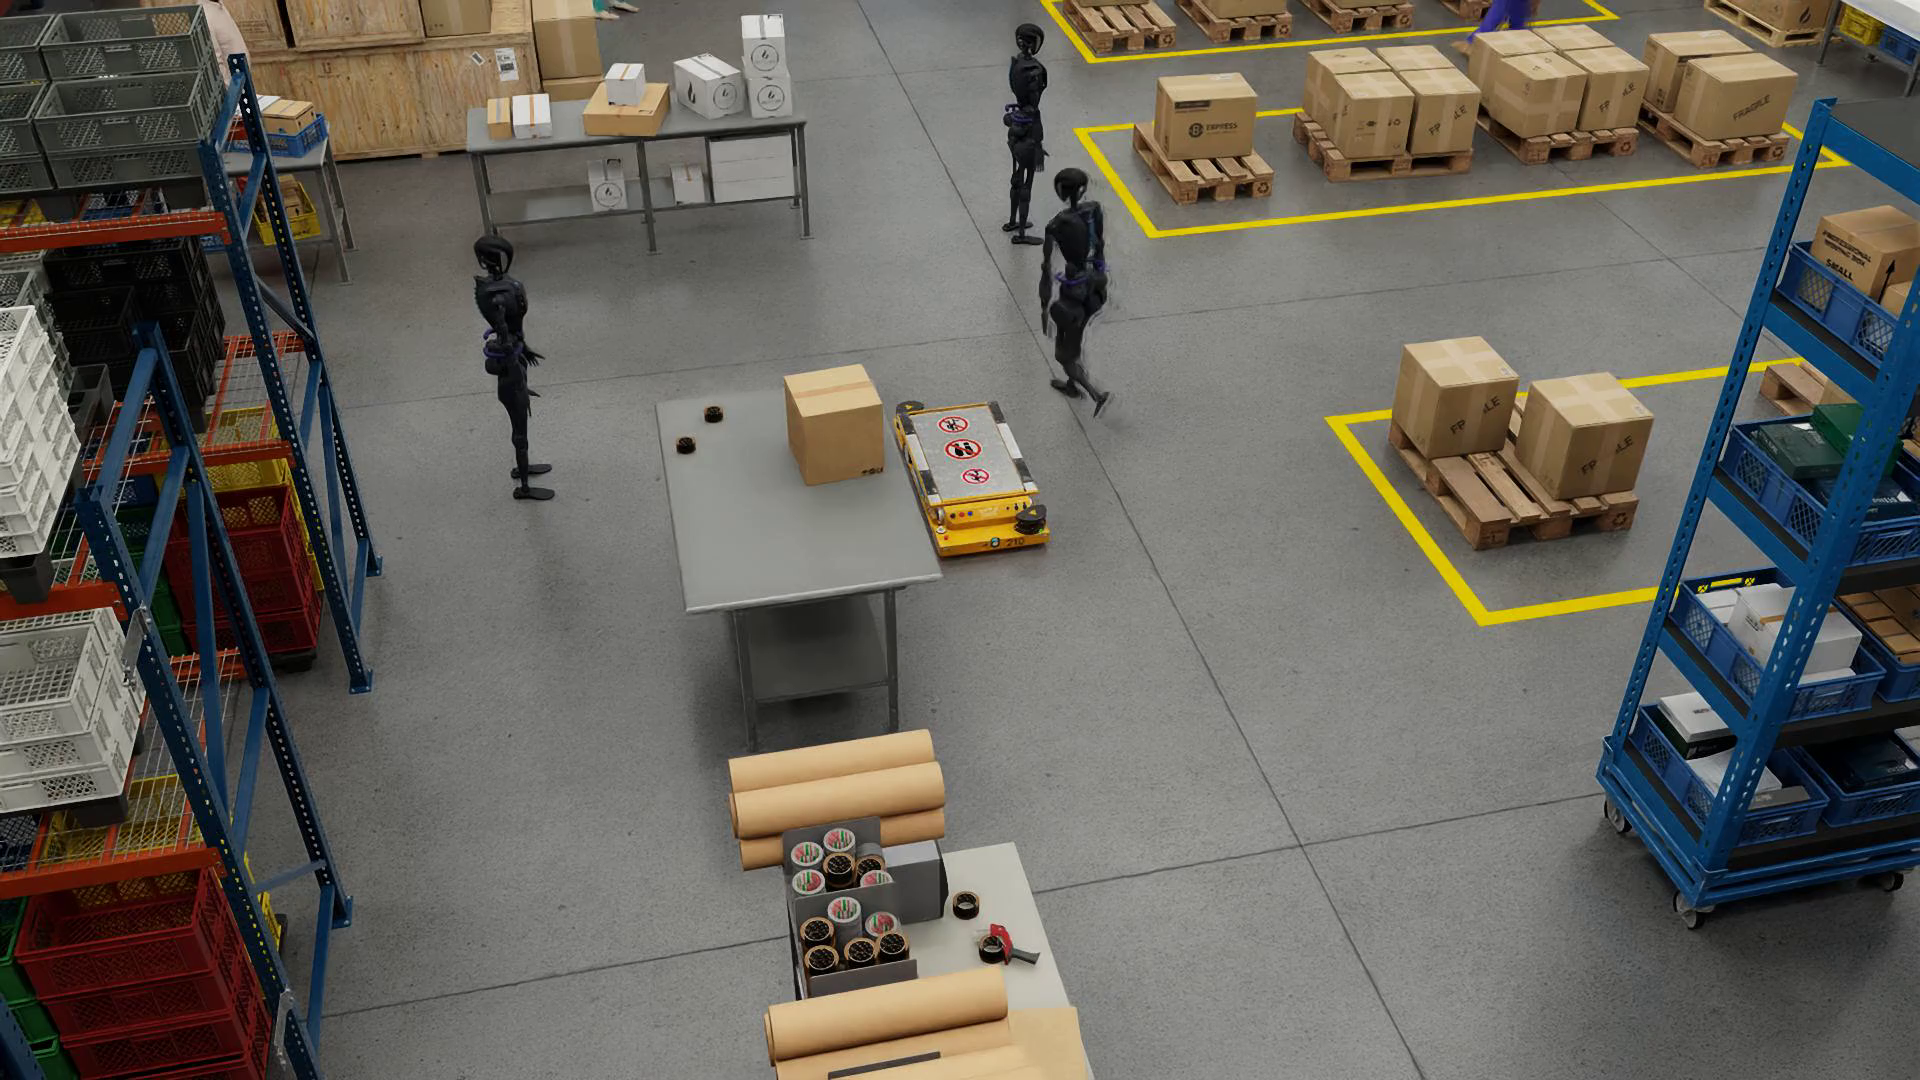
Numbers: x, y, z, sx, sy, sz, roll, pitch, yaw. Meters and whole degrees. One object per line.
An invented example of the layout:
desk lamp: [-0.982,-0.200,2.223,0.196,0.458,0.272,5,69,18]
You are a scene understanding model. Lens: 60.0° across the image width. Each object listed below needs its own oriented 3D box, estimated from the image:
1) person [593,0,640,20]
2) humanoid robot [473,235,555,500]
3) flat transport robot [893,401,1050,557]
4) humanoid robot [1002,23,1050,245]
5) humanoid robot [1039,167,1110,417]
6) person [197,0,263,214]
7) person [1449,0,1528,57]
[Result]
person: [-3.461,-5.992,16.370,0.591,1.746,0.542,3,37,4]
humanoid robot: [-2.599,-1.020,9.735,0.327,1.654,0.584,-8,37,-10]
flat transport robot: [0.046,-0.430,10.108,0.652,0.197,1.431,-8,37,-10]
humanoid robot: [0.510,-3.049,12.462,0.327,1.654,0.584,-8,37,-10]
humanoid robot: [0.774,-1.558,10.471,0.543,1.630,0.616,30,46,34]
person: [-5.588,-3.486,12.800,0.384,1.988,0.607,-8,37,-10]
person: [5.068,-5.544,15.522,0.976,2.000,0.697,-8,37,-11]
